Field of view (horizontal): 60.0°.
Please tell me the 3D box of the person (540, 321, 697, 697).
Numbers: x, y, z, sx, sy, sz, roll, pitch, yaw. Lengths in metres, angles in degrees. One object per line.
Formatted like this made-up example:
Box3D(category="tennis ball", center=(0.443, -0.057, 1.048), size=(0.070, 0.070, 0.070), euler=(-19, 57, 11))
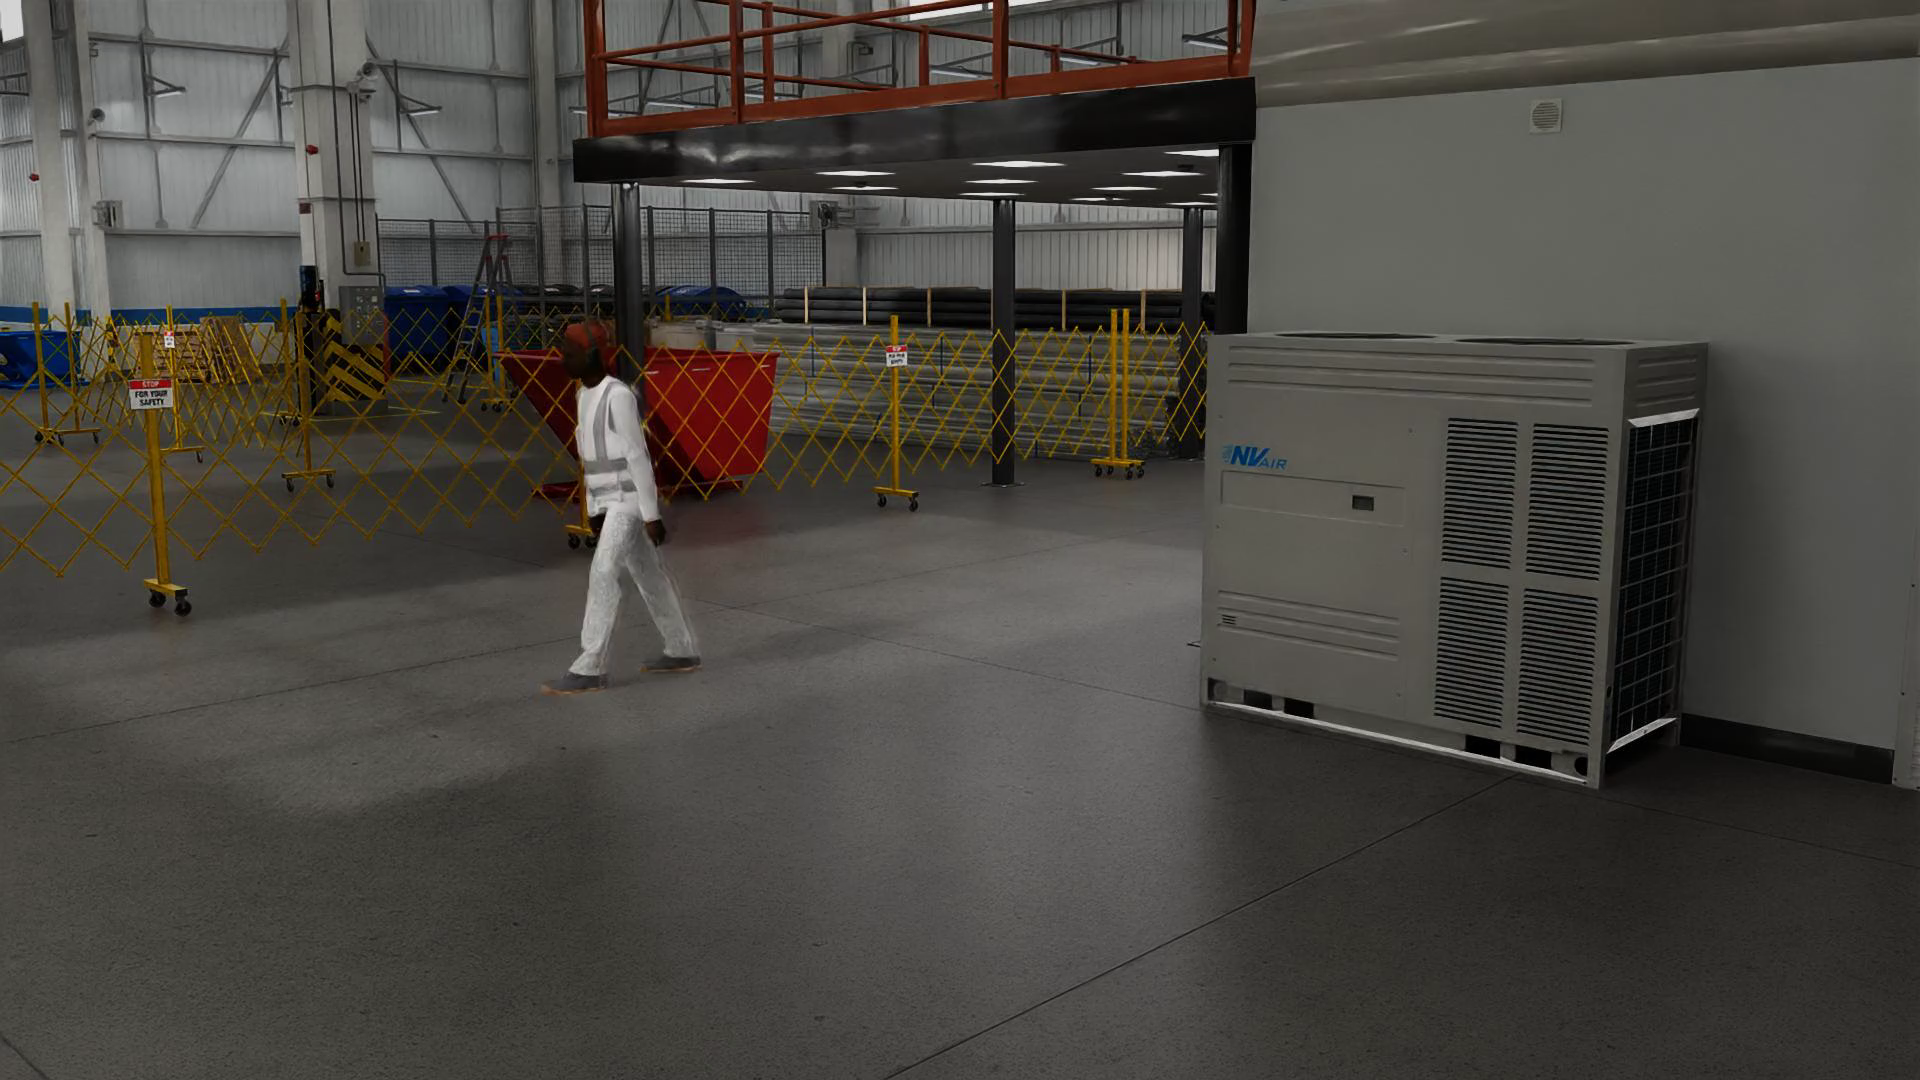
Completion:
Box3D(category="person", center=(-1.697, -0.167, 8.253), size=(0.837, 1.828, 0.597), euler=(-5, 10, -26))
